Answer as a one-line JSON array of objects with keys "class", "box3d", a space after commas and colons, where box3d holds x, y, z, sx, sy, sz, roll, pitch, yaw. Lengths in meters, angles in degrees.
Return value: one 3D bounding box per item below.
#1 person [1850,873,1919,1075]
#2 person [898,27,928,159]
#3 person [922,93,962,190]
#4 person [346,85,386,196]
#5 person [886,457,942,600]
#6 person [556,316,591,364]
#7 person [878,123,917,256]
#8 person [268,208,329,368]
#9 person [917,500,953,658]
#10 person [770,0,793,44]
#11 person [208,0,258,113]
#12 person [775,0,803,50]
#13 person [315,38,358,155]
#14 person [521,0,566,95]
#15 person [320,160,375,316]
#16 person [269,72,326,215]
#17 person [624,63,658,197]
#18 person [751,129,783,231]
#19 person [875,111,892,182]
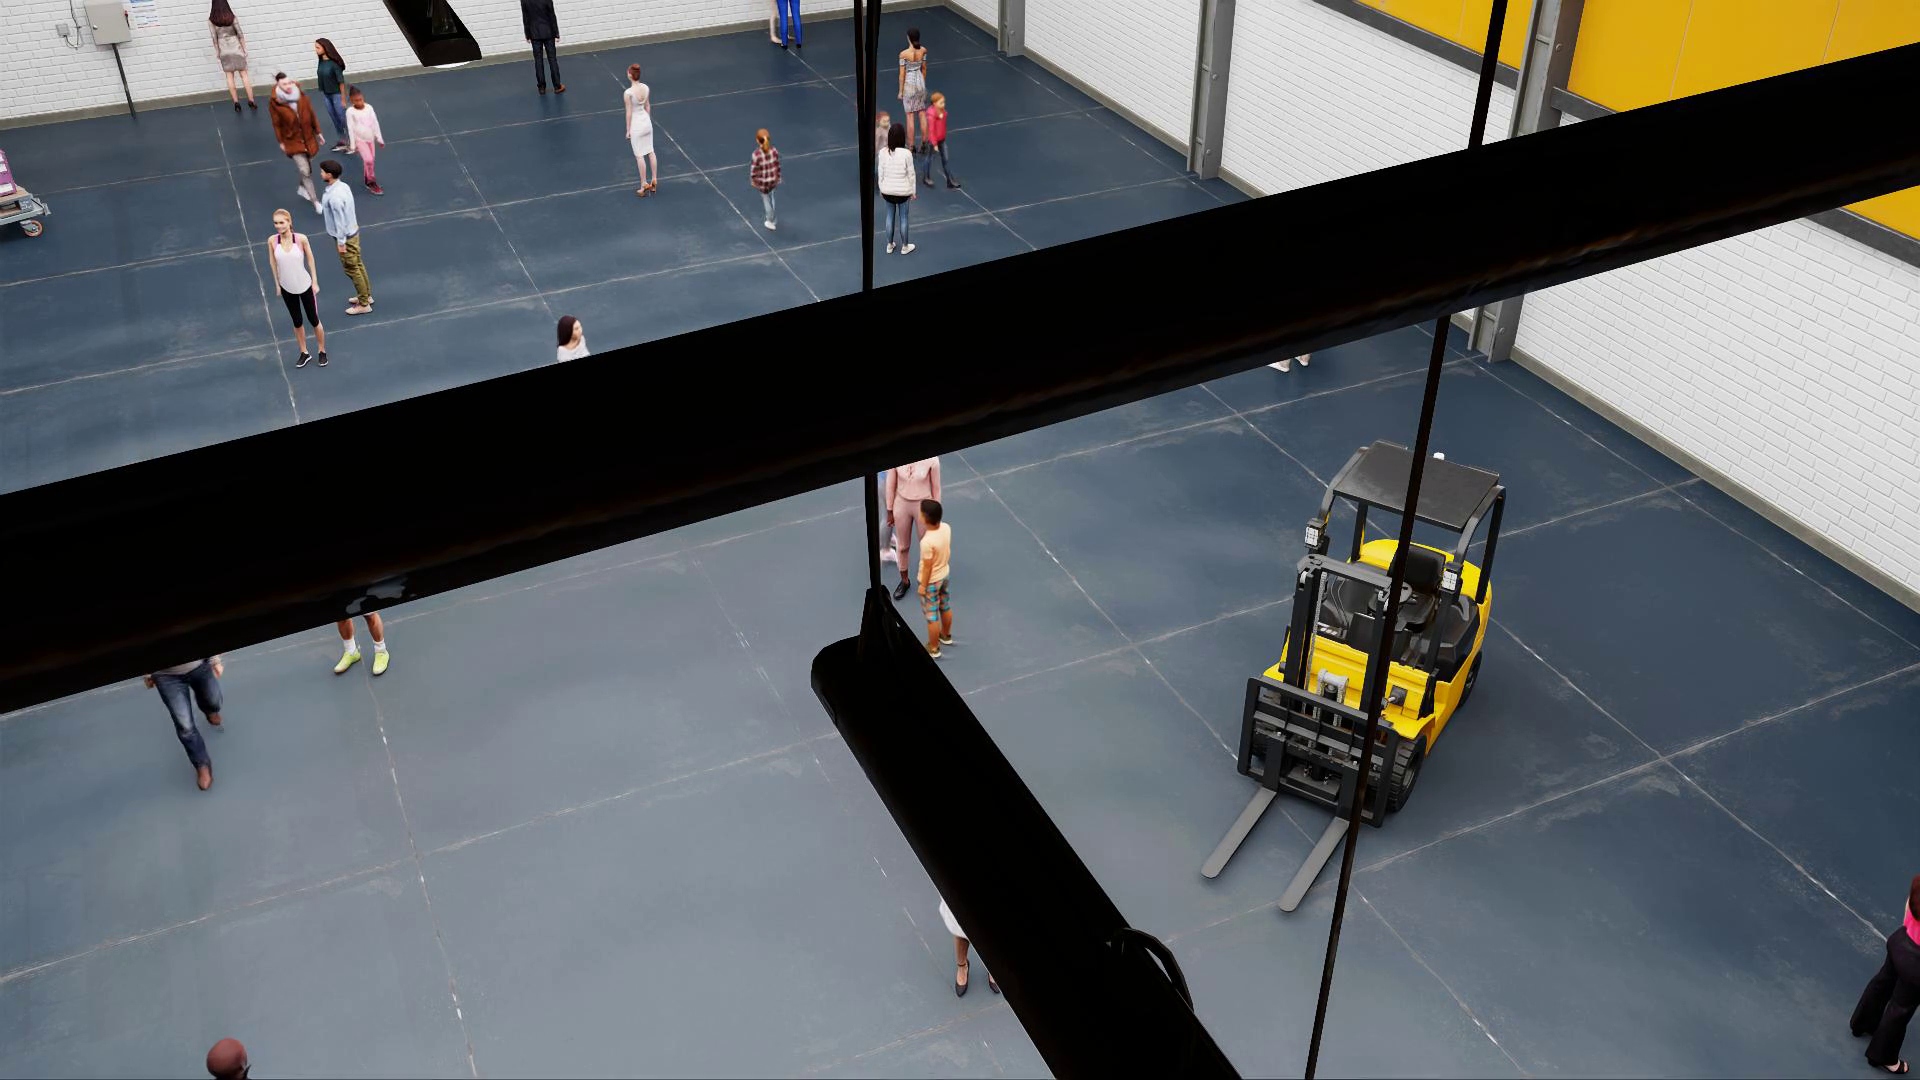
[{"class": "person", "box3d": [5.812, 2.542, 10.118, 0.723, 1.660, 0.622, 4, 34, 6]}, {"class": "person", "box3d": [-0.633, -6.248, 23.194, 0.621, 1.822, 0.578, -20, 39, -27]}, {"class": "person", "box3d": [-0.363, -5.354, 22.330, 0.677, 1.290, 0.913, -28, 43, -35]}, {"class": "person", "box3d": [-8.000, -5.376, 22.233, 0.785, 1.434, 0.690, 23, 40, 31]}, {"class": "person", "box3d": [-0.387, -0.245, 14.256, 0.698, 1.720, 0.717, 6, 34, 9]}, {"class": "person", "box3d": [-3.788, -1.453, 16.162, 0.855, 1.621, 0.792, 8, 35, 12]}, {"class": "person", "box3d": [-0.779, -4.323, 20.467, 0.706, 1.636, 0.751, 9, 35, 13]}, {"class": "person", "box3d": [-7.140, -2.728, 17.931, 0.665, 1.788, 0.631, -3, 34, -5]}, {"class": "person", "box3d": [-0.203, 0.299, 13.672, 0.638, 1.461, 0.606, 18, 38, 25]}, {"class": "person", "box3d": [-3.035, -9.176, 27.717, 0.733, 1.693, 0.713, 19, 38, 27]}, {"class": "person", "box3d": [-10.862, -7.261, 24.788, 0.633, 1.745, 0.555, -9, 35, -13]}, {"class": "person", "box3d": [-2.833, -8.973, 27.405, 0.649, 1.700, 0.578, -10, 35, -14]}, {"class": "person", "box3d": [-8.793, -6.252, 23.387, 0.685, 1.616, 0.770, 20, 39, 27]}, {"class": "person", "box3d": [-6.403, -7.745, 25.468, 0.750, 1.800, 0.717, -2, 34, -3]}, {"class": "person", "box3d": [-7.018, -3.477, 19.036, 0.798, 1.811, 0.621, -4, 34, -6]}, {"class": "person", "box3d": [-8.616, -5.190, 21.623, 1.241, 1.800, 1.011, 26, 42, 33]}, {"class": "person", "box3d": [-4.218, -5.427, 21.986, 0.614, 1.793, 0.632, 24, 41, 32]}, {"class": "person", "box3d": [-2.426, -4.565, 21.140, 0.578, 1.295, 0.641, -21, 39, -28]}, {"class": "person", "box3d": [-1.002, -5.133, 22.094, 0.541, 1.185, 0.714, -20, 38, -27]}]
